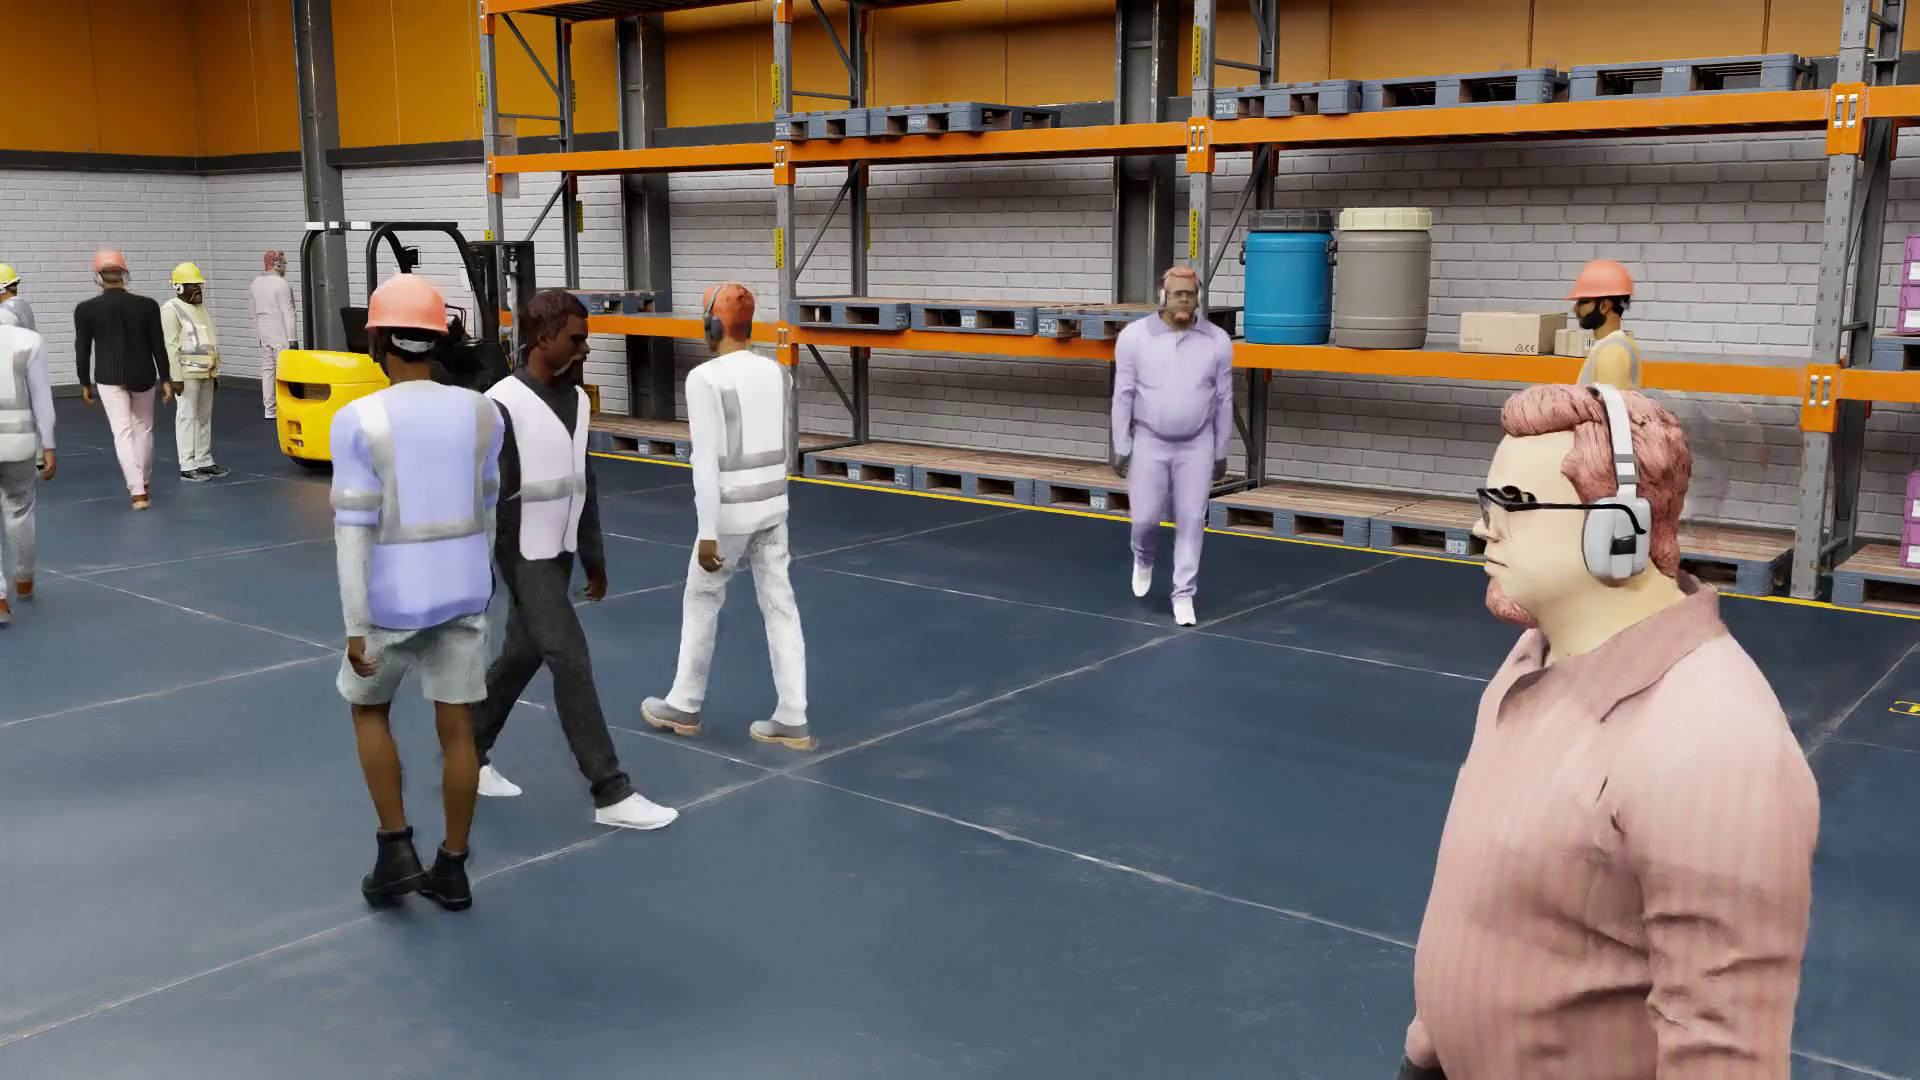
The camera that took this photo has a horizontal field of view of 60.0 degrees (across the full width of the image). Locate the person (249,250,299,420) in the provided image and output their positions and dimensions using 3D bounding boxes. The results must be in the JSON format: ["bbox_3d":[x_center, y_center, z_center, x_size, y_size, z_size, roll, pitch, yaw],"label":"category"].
[{"bbox_3d":[-7.642,-2.287,18.681,0.651,1.904,0.403,7,12,32],"label":"person"}]

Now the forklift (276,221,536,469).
[{"bbox_3d":[-4.922,-1.741,14.854,1.214,2.155,2.313,8,13,38],"label":"forklift"}]

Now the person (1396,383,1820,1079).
[{"bbox_3d":[0.723,0.731,2.105,1.011,1.850,0.673,1,10,7],"label":"person"}]

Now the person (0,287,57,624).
[{"bbox_3d":[-5.217,-0.528,8.961,0.626,1.892,1.024,-6,12,-29],"label":"person"}]

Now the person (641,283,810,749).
[{"bbox_3d":[-0.949,-0.100,6.718,0.892,1.841,0.601,8,13,36],"label":"person"}]

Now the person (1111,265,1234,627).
[{"bbox_3d":[1.134,-0.515,8.885,0.659,1.892,0.619,0,10,0],"label":"person"}]

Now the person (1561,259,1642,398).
[{"bbox_3d":[2.928,-0.319,7.689,0.378,1.933,0.551,4,11,21],"label":"person"}]

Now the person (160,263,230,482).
[{"bbox_3d":[-6.460,-1.414,14.042,0.404,1.831,0.600,1,10,5],"label":"person"}]

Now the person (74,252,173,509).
[{"bbox_3d":[-6.401,-1.227,12.733,0.629,1.923,1.065,-7,12,-32],"label":"person"}]

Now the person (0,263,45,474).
[{"bbox_3d":[-8.062,-1.431,14.167,0.403,1.826,0.591,-3,11,-16],"label":"person"}]

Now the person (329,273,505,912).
[{"bbox_3d":[-1.629,0.170,5.020,0.546,1.917,0.473,-8,13,-39],"label":"person"}]

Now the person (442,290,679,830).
[{"bbox_3d":[-1.474,0.059,5.842,1.010,1.860,0.617,3,11,15],"label":"person"}]
